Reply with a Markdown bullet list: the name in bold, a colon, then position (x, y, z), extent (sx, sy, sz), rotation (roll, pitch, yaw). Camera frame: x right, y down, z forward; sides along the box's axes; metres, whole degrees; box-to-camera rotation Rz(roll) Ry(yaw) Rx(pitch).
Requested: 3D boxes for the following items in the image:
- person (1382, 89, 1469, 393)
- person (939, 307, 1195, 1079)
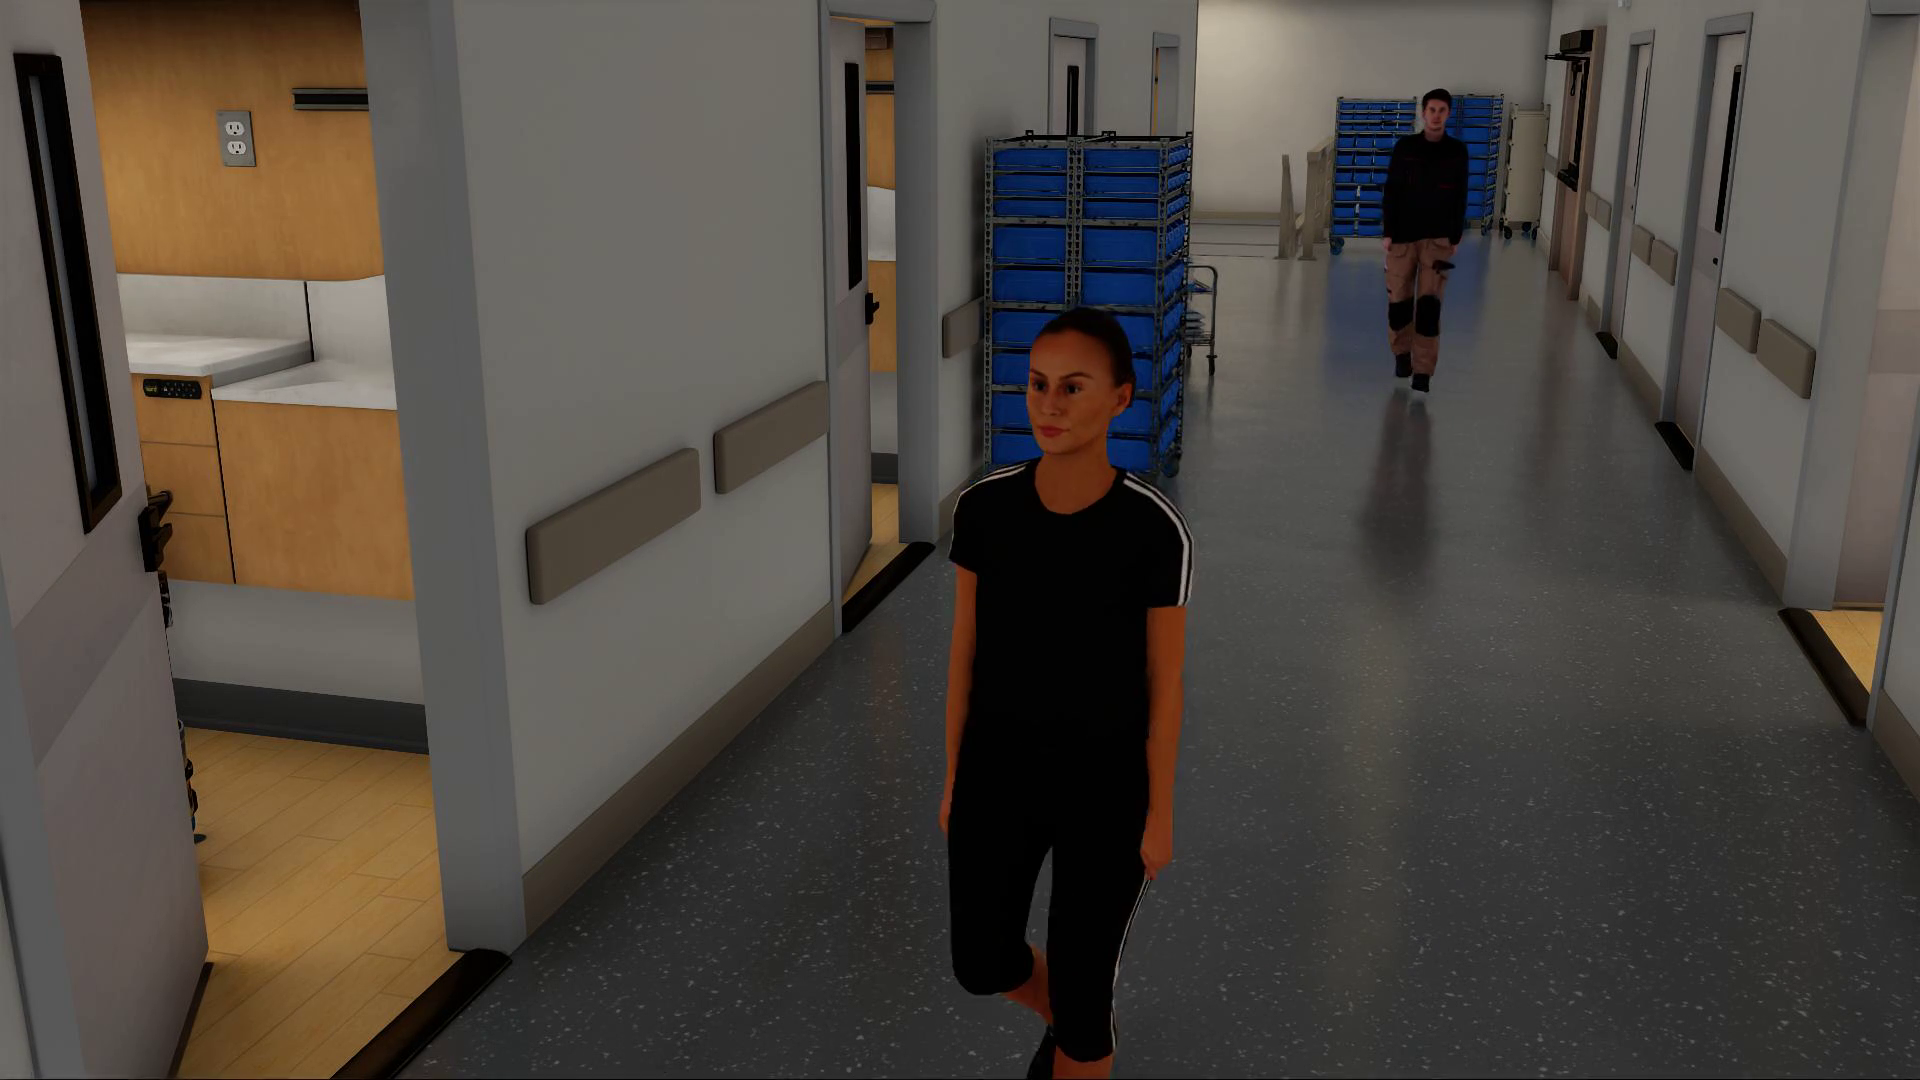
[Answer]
- **person**: position (2.988, -1.930, 10.835), extent (0.707, 1.886, 1.229), rotation (3, 16, 12)
- **person**: position (0.202, 0.411, 2.951), extent (0.675, 1.658, 0.828), rotation (8, 18, 26)
